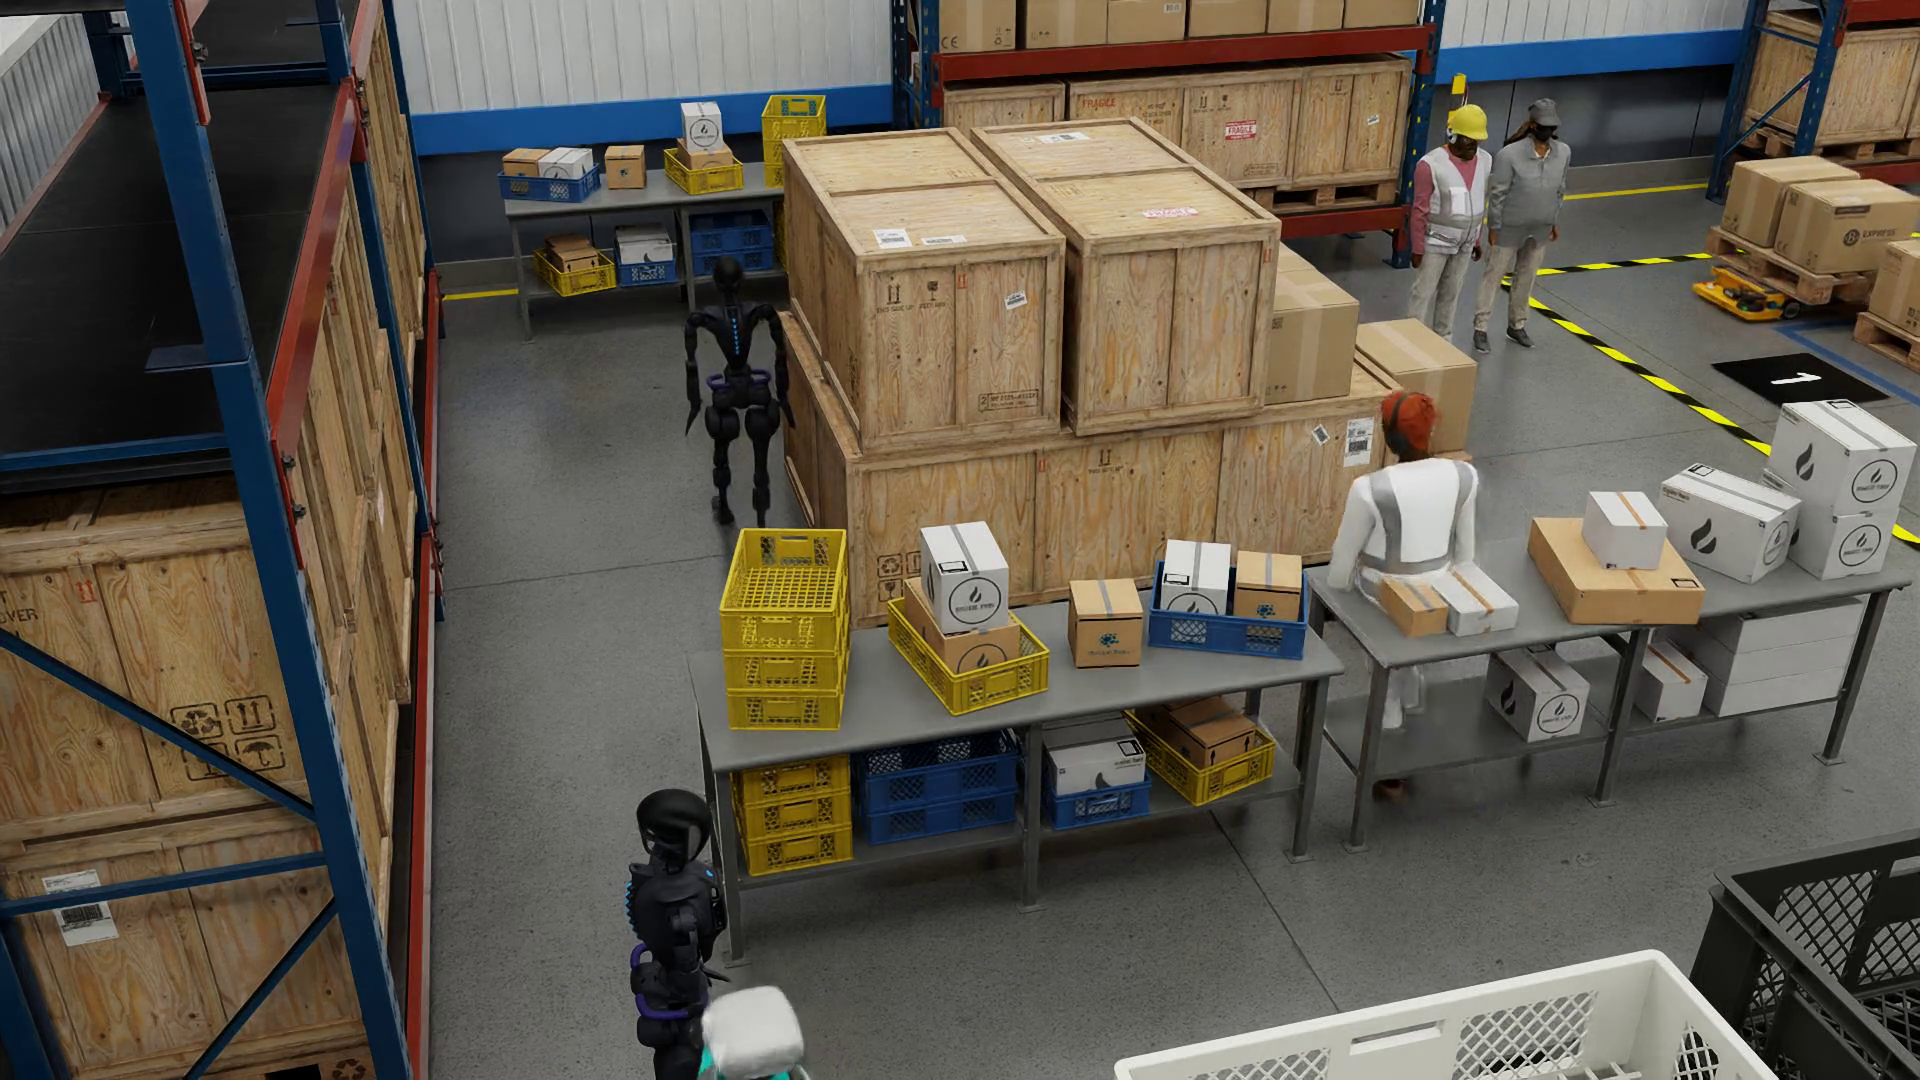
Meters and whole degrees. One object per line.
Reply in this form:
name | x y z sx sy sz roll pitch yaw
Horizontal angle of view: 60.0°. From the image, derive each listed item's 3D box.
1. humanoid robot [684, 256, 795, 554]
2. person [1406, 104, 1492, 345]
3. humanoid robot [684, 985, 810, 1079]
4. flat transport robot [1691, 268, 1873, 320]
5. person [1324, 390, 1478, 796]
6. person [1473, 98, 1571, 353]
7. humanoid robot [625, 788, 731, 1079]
humanoid robot | -1.214 -0.774 9.077 0.600 1.634 0.646 -7 30 -13
person | 3.267 -2.002 11.133 0.586 1.829 0.404 -12 31 -21
humanoid robot | -0.255 1.801 4.388 0.814 1.799 0.535 -17 33 -29
flat transport robot | 6.366 -1.926 12.584 1.431 0.197 0.652 -7 30 -13
person | 1.826 0.235 7.029 0.584 1.865 0.488 -11 31 -19
person | 3.890 -2.174 11.505 0.565 1.769 0.396 -7 30 -12
humanoid robot | -0.827 1.436 5.040 0.315 1.653 0.599 -7 30 -13
